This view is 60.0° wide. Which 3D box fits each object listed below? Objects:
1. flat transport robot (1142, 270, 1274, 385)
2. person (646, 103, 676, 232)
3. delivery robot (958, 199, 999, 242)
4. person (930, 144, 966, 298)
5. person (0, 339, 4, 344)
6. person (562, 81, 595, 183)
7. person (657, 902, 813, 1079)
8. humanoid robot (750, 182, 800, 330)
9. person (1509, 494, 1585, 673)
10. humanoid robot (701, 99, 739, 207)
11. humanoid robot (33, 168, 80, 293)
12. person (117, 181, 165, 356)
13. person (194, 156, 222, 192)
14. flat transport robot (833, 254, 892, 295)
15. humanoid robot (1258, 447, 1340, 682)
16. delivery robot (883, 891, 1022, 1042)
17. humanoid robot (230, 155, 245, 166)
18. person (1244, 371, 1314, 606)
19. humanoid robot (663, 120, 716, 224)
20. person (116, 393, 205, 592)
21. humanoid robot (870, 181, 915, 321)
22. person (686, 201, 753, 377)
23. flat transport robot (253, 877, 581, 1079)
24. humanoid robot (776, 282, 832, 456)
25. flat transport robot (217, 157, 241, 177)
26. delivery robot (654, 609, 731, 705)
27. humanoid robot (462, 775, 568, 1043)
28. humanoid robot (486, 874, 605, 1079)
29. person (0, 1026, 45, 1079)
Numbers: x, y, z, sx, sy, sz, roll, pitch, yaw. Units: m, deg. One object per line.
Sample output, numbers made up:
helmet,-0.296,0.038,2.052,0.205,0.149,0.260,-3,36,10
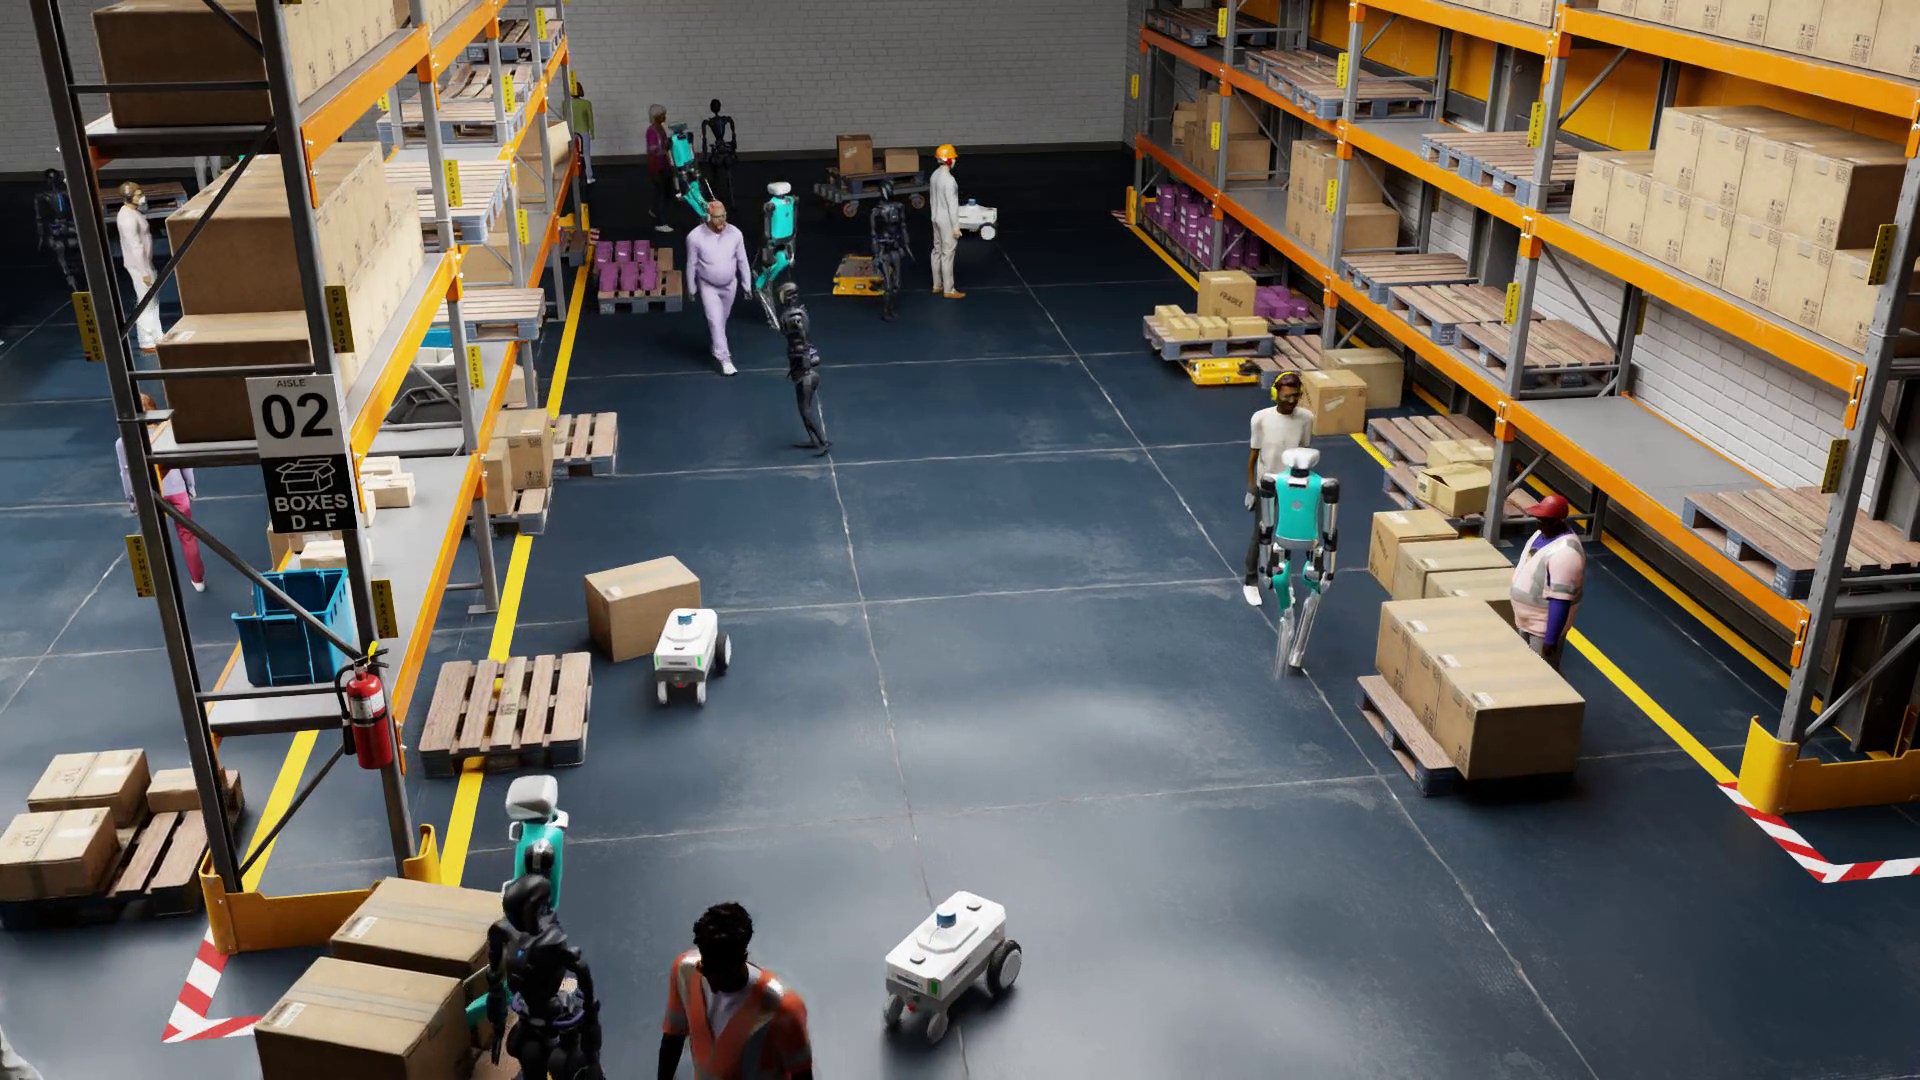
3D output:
flat transport robot,2.726,-2.010,18.258,0.659,0.231,1.431,-3,24,-8
person,-4.301,-5.349,23.923,0.423,1.835,0.523,5,24,10
delivery robot,0.174,-4.557,23.693,0.777,0.587,0.499,1,24,3
person,-0.174,-3.961,20.682,0.355,1.897,0.558,-13,27,-27
person,-11.182,-3.021,18.711,0.325,1.752,0.562,15,28,31
person,-6.202,-6.635,27.105,0.492,1.624,0.281,-1,24,-1
person,-0.936,2.247,6.509,0.618,1.907,0.984,17,29,34
humanoid robot,-2.236,-3.299,19.415,0.775,1.808,0.546,18,29,35
person,3.720,0.516,10.672,0.418,1.745,0.599,0,24,0
humanoid robot,-3.674,-5.932,25.499,0.602,1.620,0.788,-11,26,-24
humanoid robot,-11.103,-3.767,20.589,0.779,1.647,0.584,22,32,40
person,-9.082,-3.022,18.518,0.419,1.936,0.645,-10,26,-21
person,-11.633,-6.119,25.664,0.429,1.844,0.626,19,30,36
flat transport robot,-1.241,-3.418,21.466,0.659,0.231,1.431,1,24,2
humanoid robot,2.351,0.148,11.545,0.551,1.808,0.779,8,25,17
delivery robot,-0.059,2.124,8.489,0.499,0.598,0.791,15,28,30
humanoid robot,-9.566,-4.669,22.544,0.544,1.755,1.044,-14,27,-28
person,2.413,-0.390,12.592,0.511,1.864,0.335,-4,24,-10
humanoid robot,-3.629,-4.840,22.902,0.740,1.799,0.560,15,28,31
person,-6.123,-0.336,12.753,0.498,1.629,0.287,-15,28,-31
humanoid robot,-0.818,-3.441,19.765,0.597,1.658,0.342,-21,31,-39
person,-2.582,-2.740,17.949,0.660,1.847,1.004,-13,27,-28
flat transport robot,-2.459,2.610,7.731,1.431,0.231,0.659,5,24,12
humanoid robot,-1.475,-1.619,15.616,0.413,1.635,0.612,-10,26,-21
flat transport robot,-10.408,-5.022,25.119,0.659,0.231,1.431,-17,29,-34
delivery robot,-1.897,0.767,11.565,0.499,0.587,0.777,0,24,1
humanoid robot,-2.119,1.906,7.536,0.808,1.779,0.538,-5,24,-11
humanoid robot,-1.759,2.127,7.070,0.611,1.647,0.336,11,26,23
person,-4.345,2.021,7.102,0.932,1.868,0.581,-3,24,-7
